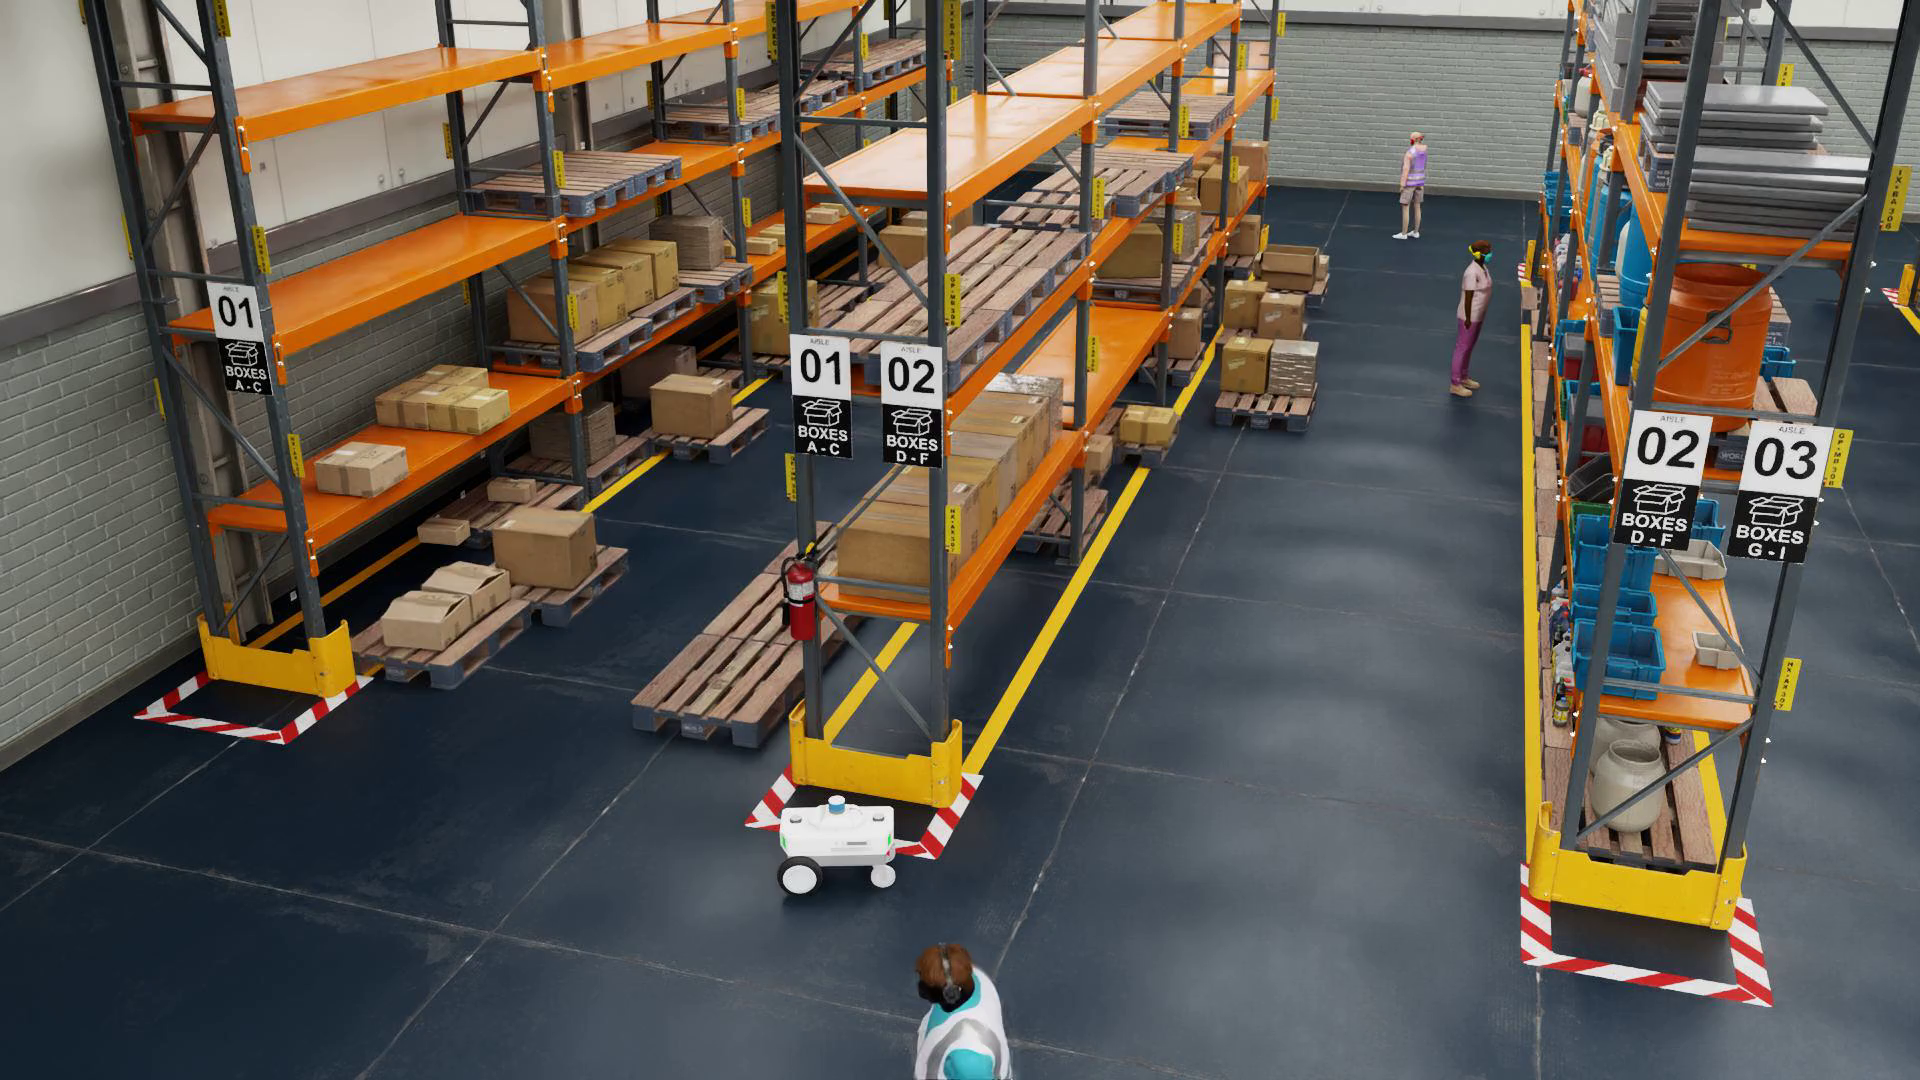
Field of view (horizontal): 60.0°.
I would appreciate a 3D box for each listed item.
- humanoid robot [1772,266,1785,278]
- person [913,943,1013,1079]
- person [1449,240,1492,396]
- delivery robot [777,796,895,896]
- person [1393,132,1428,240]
[{"bbox_3d":[11.780,-4.657,24.239,0.610,1.638,0.706,-20,30,-38],"label":"humanoid robot"},{"bbox_3d":[-0.055,2.520,7.400,0.946,1.793,0.649,2,23,5],"label":"person"},{"bbox_3d":[5.929,-2.581,19.222,0.328,1.800,0.541,14,27,29],"label":"person"},{"bbox_3d":[-0.800,1.895,10.441,0.791,0.614,0.499,-1,23,-2],"label":"delivery robot"},{"bbox_3d":[7.181,-5.619,26.414,0.492,1.688,0.348,-14,27,-30],"label":"person"}]
